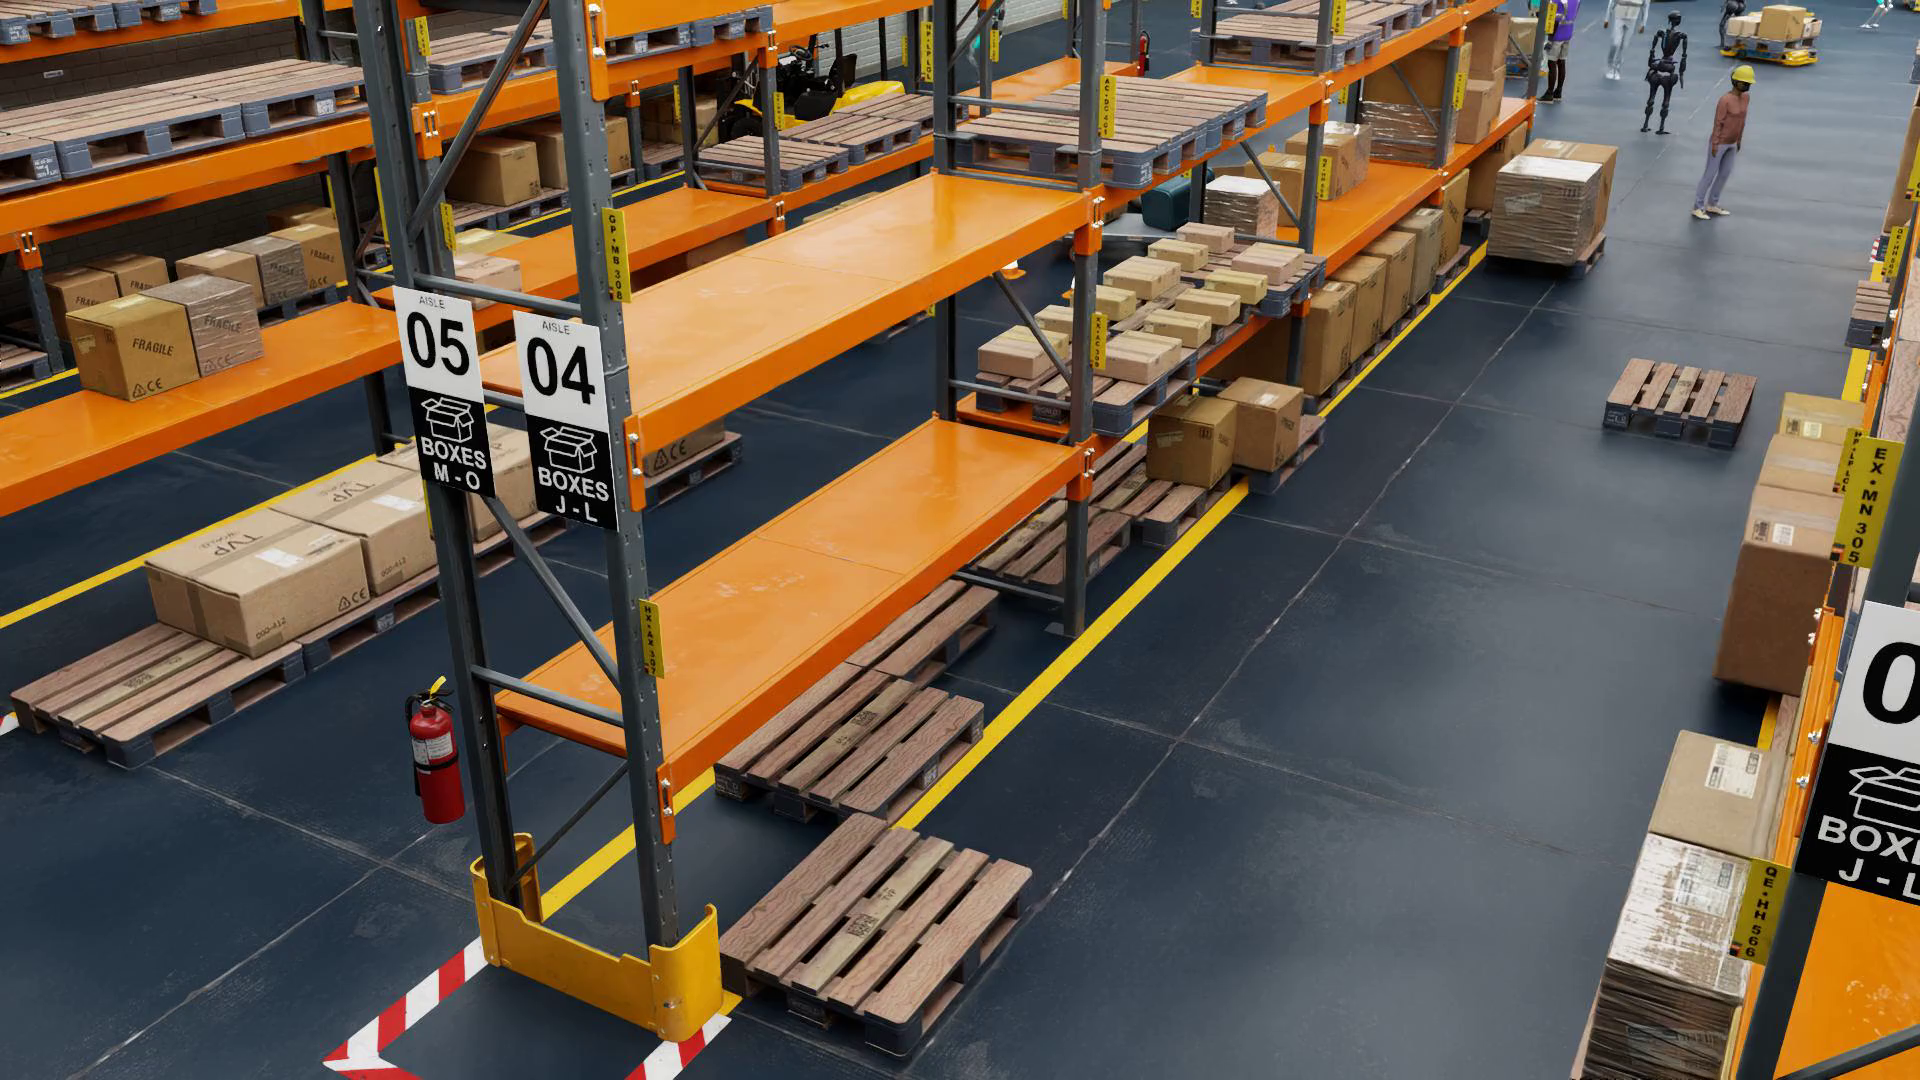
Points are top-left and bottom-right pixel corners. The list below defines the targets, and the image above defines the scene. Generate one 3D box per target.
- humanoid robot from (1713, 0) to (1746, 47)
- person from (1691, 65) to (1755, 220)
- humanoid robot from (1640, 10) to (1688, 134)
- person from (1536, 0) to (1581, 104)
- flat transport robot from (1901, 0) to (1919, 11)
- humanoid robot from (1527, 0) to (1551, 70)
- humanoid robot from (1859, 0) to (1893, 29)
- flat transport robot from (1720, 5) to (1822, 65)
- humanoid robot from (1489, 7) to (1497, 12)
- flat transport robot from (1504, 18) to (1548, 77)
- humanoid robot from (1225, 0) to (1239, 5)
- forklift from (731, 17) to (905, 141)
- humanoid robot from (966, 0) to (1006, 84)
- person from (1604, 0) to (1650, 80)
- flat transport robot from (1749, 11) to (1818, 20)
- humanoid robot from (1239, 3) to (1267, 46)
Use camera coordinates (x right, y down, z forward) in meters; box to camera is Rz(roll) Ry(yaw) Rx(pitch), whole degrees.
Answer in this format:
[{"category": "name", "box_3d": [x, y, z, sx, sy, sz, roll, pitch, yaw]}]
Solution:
[{"category": "humanoid robot", "box_3d": [13.894, -9.633, 29.756, 0.612, 1.647, 0.479, -17, 31, -32]}, {"category": "person", "box_3d": [8.821, -4.568, 19.130, 0.529, 1.752, 0.380, -15, 30, -29]}, {"category": "humanoid robot", "box_3d": [9.898, -6.580, 23.371, 0.315, 1.659, 0.599, -17, 31, -31]}, {"category": "person", "box_3d": [9.107, -7.655, 25.292, 0.612, 1.964, 0.361, -21, 33, -36]}, {"category": "flat transport robot", "box_3d": [20.036, -11.101, 34.410, 0.659, 0.231, 1.431, 8, 27, 16]}, {"category": "humanoid robot", "box_3d": [9.661, -8.544, 27.327, 0.763, 1.724, 0.533, -10, 28, -21]}, {"category": "humanoid robot", "box_3d": [17.353, -10.482, 31.276, 0.533, 1.677, 0.735, -5, 26, -11]}, {"category": "flat transport robot", "box_3d": [14.129, -8.494, 28.992, 0.659, 0.231, 1.431, -17, 31, -31]}, {"category": "humanoid robot", "box_3d": [8.636, -8.617, 27.626, 0.614, 1.635, 0.426, 10, 27, 20]}, {"category": "flat transport robot", "box_3d": [9.003, -7.879, 27.714, 1.431, 0.231, 0.659, 2, 26, 3]}, {"category": "humanoid robot", "box_3d": [5.757, -11.991, 34.439, 0.723, 1.691, 0.530, 0, 26, -1]}, {"category": "forklift", "box_3d": [-1.819, -5.975, 21.543, 2.313, 2.155, 1.214, 14, 29, 26]}, {"category": "humanoid robot", "box_3d": [0.360, -8.058, 26.438, 0.531, 1.817, 0.777, 21, 33, 37]}, {"category": "person", "box_3d": [10.808, -8.422, 26.969, 0.621, 1.893, 0.467, 3, 26, 5]}, {"category": "flat transport robot", "box_3d": [16.027, -10.203, 32.542, 1.431, 0.231, 0.659, -13, 28, -24]}, {"category": "humanoid robot", "box_3d": [4.308, -7.004, 24.301, 0.589, 1.635, 0.708, 16, 30, 29]}]
